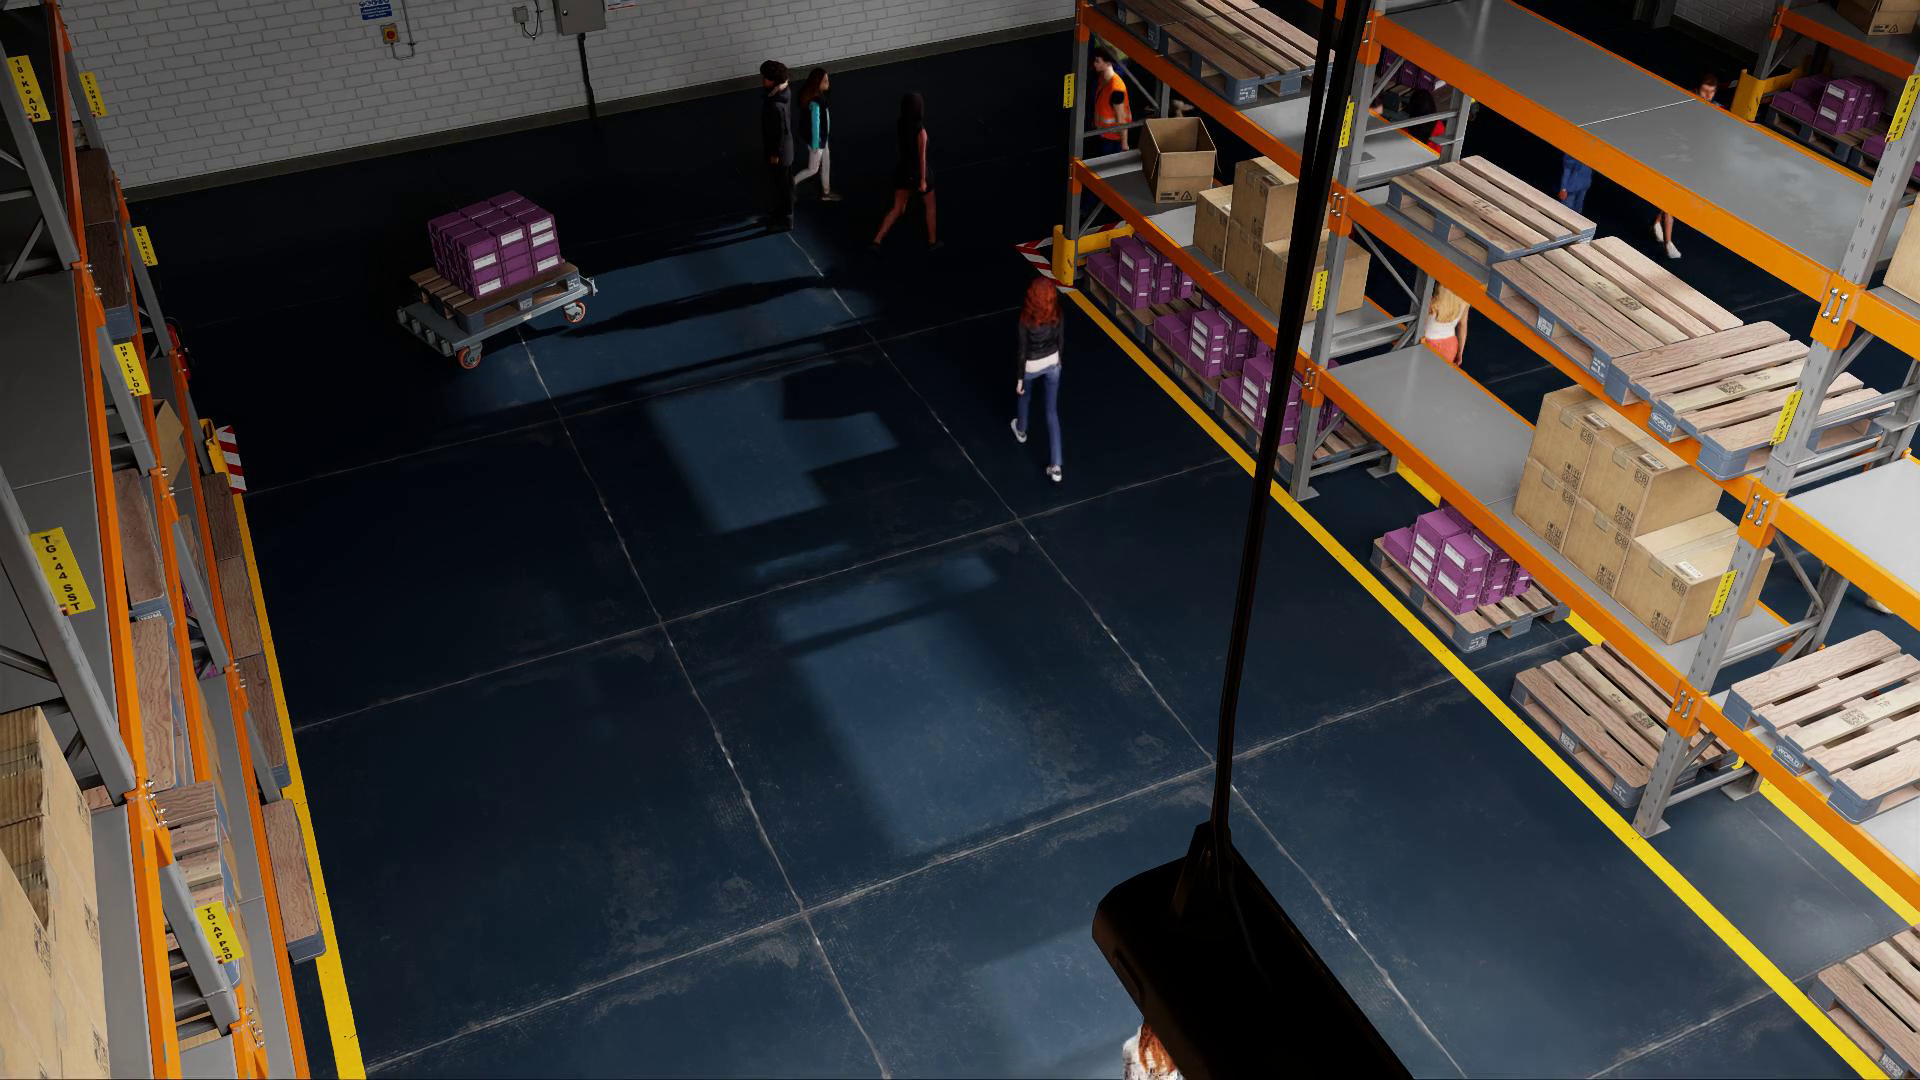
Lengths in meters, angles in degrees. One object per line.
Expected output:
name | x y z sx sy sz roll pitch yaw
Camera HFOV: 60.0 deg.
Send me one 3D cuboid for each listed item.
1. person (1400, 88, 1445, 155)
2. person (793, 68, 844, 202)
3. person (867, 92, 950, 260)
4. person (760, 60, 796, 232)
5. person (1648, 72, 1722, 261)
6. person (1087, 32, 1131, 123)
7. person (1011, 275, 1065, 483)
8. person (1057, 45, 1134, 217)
person | 4.490 -3.552 16.347 0.854 1.726 0.952 3 39 4
person | -1.570 -4.212 17.371 0.872 1.480 0.899 2 39 3
person | -0.542 -3.522 16.326 0.864 1.706 1.147 -28 46 -30
person | -1.828 -4.008 16.875 0.787 1.779 0.681 1 39 2
person | 7.177 -3.801 16.575 0.834 1.832 1.147 -7 39 -8
person | 1.674 -5.384 18.589 0.843 1.792 0.900 8 39 10
person | 0.688 -1.286 13.496 0.711 1.743 1.252 -11 40 -14
person | 1.644 -4.135 16.979 1.073 1.848 1.235 -5 39 -6
